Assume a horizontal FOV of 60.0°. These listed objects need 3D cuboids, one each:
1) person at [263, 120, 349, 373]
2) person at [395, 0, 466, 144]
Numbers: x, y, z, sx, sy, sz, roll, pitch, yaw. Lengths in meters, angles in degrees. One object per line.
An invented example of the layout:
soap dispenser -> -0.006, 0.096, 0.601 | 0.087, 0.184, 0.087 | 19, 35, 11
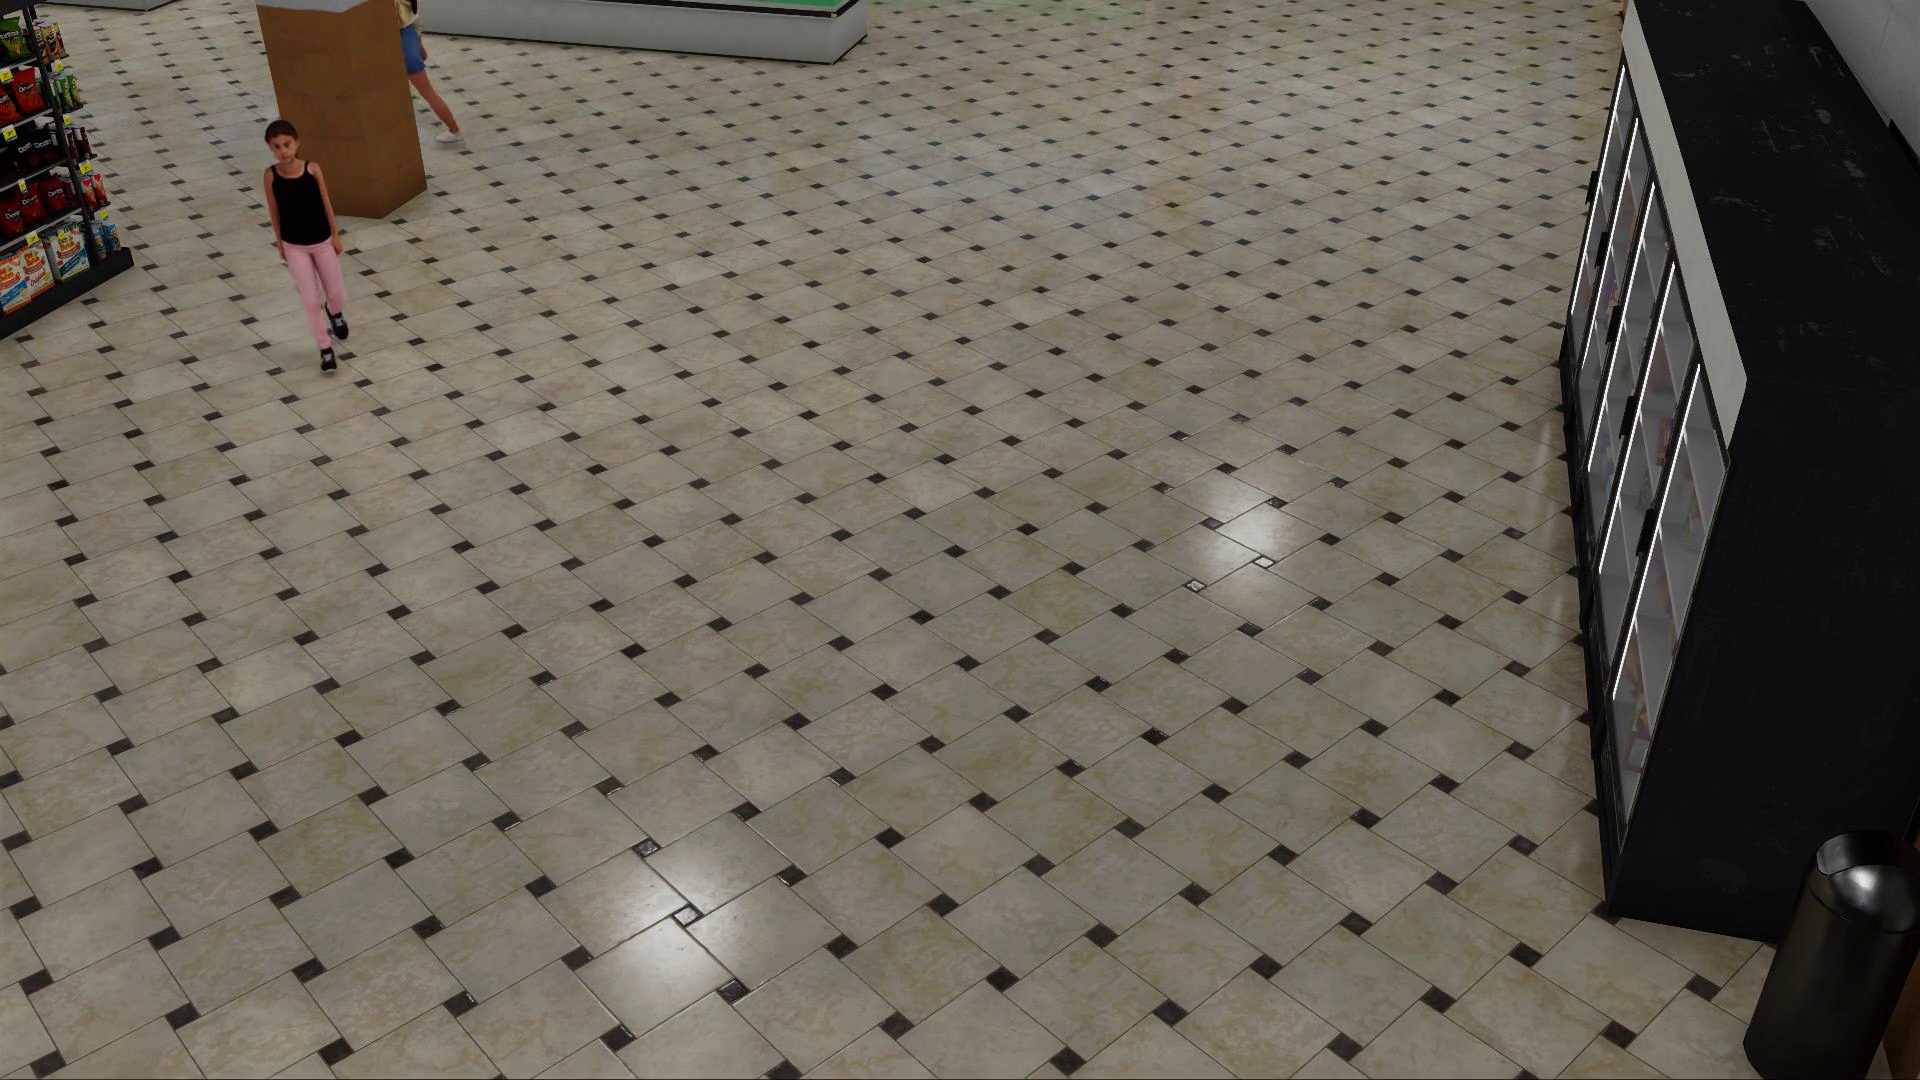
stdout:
person -> -4.005, -1.830, 10.236 | 0.854, 1.546, 0.869 | -12, 34, -19
person -> -4.491, -4.003, 13.697 | 1.161, 1.581, 0.809 | 2, 32, 3
